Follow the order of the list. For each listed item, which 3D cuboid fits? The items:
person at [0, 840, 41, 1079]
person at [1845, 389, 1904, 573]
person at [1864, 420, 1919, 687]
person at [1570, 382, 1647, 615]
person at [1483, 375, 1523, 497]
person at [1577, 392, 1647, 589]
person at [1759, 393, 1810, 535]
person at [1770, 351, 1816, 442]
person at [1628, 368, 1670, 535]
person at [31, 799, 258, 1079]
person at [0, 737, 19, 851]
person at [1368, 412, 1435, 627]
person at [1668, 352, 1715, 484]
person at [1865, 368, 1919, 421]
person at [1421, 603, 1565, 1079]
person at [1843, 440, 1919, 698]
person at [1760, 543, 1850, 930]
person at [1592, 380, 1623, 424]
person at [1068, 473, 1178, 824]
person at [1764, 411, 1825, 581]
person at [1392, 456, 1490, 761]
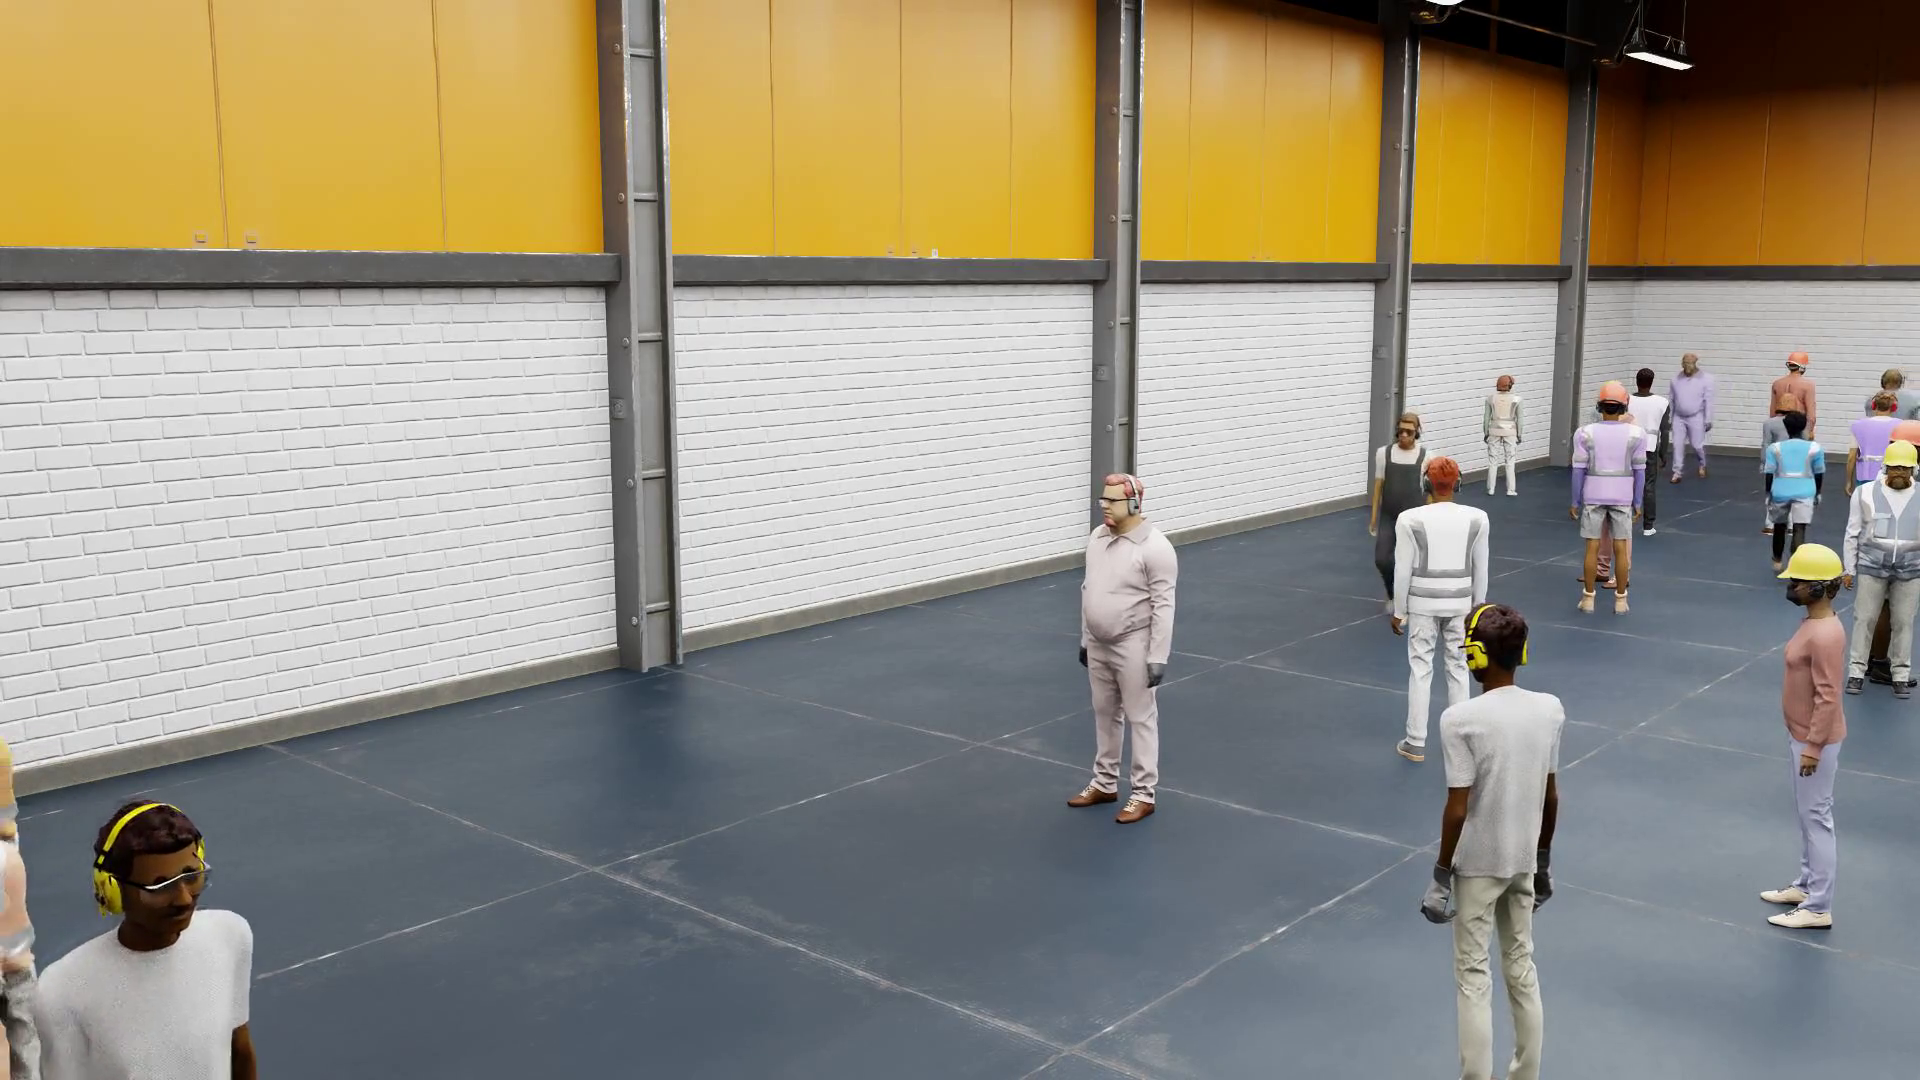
[{"bbox_3d":[-2.626,1.370,4.177,0.576,1.910,0.587,7,12,38],"label":"person"},{"bbox_3d":[9.136,-0.573,16.564,0.566,1.844,0.381,5,10,30],"label":"person"},{"bbox_3d":[6.830,0.091,12.121,0.359,1.936,0.544,3,9,17],"label":"person"},{"bbox_3d":[5.683,-0.362,14.618,0.607,2.045,0.390,3,10,18],"label":"person"},{"bbox_3d":[7.310,-1.400,22.411,0.514,1.637,0.315,5,10,26],"label":"person"},{"bbox_3d":[6.221,-0.495,15.885,0.409,1.907,0.651,-2,9,-15],"label":"person"},{"bbox_3d":[9.433,-0.864,19.057,0.498,1.633,0.282,2,9,12],"label":"person"},{"bbox_3d":[10.884,-1.470,21.734,0.376,1.995,0.612,-5,11,-31],"label":"person"},{"bbox_3d":[7.801,-1.007,19.066,0.594,1.919,0.387,3,10,20],"label":"person"},{"bbox_3d":[-1.783,1.473,3.723,0.419,1.851,0.523,7,12,39],"label":"person"},{"bbox_3d":[-3.176,1.224,5.158,0.981,1.881,0.570,8,12,43],"label":"person"},{"bbox_3d":[3.753,-0.181,14.150,0.536,1.830,0.431,4,10,25],"label":"person"},{"bbox_3d":[10.463,-1.749,23.833,0.658,1.885,0.605,8,12,42],"label":"person"},{"bbox_3d":[10.960,-1.078,19.631,0.652,1.887,1.040,0,9,2],"label":"person"},{"bbox_3d":[1.831,1.140,5.760,0.518,1.864,0.328,-4,10,-22],"label":"person"},{"bbox_3d":[6.567,0.203,11.739,0.602,1.828,0.404,4,10,24],"label":"person"},{"bbox_3d":[3.869,0.893,7.611,0.329,1.767,0.529,4,10,22],"label":"person"},{"bbox_3d":[7.929,-1.101,20.328,0.882,1.702,0.485,-6,11,-35],"label":"person"},{"bbox_3d":[0.874,0.584,9.109,0.402,1.911,0.638,-7,11,-37],"label":"person"},{"bbox_3d":[8.165,-0.439,16.311,0.532,1.655,0.877,5,10,28],"label":"person"},{"bbox_3d":[2.929,0.426,10.185,0.576,1.882,0.355,0,9,0],"label":"person"}]
